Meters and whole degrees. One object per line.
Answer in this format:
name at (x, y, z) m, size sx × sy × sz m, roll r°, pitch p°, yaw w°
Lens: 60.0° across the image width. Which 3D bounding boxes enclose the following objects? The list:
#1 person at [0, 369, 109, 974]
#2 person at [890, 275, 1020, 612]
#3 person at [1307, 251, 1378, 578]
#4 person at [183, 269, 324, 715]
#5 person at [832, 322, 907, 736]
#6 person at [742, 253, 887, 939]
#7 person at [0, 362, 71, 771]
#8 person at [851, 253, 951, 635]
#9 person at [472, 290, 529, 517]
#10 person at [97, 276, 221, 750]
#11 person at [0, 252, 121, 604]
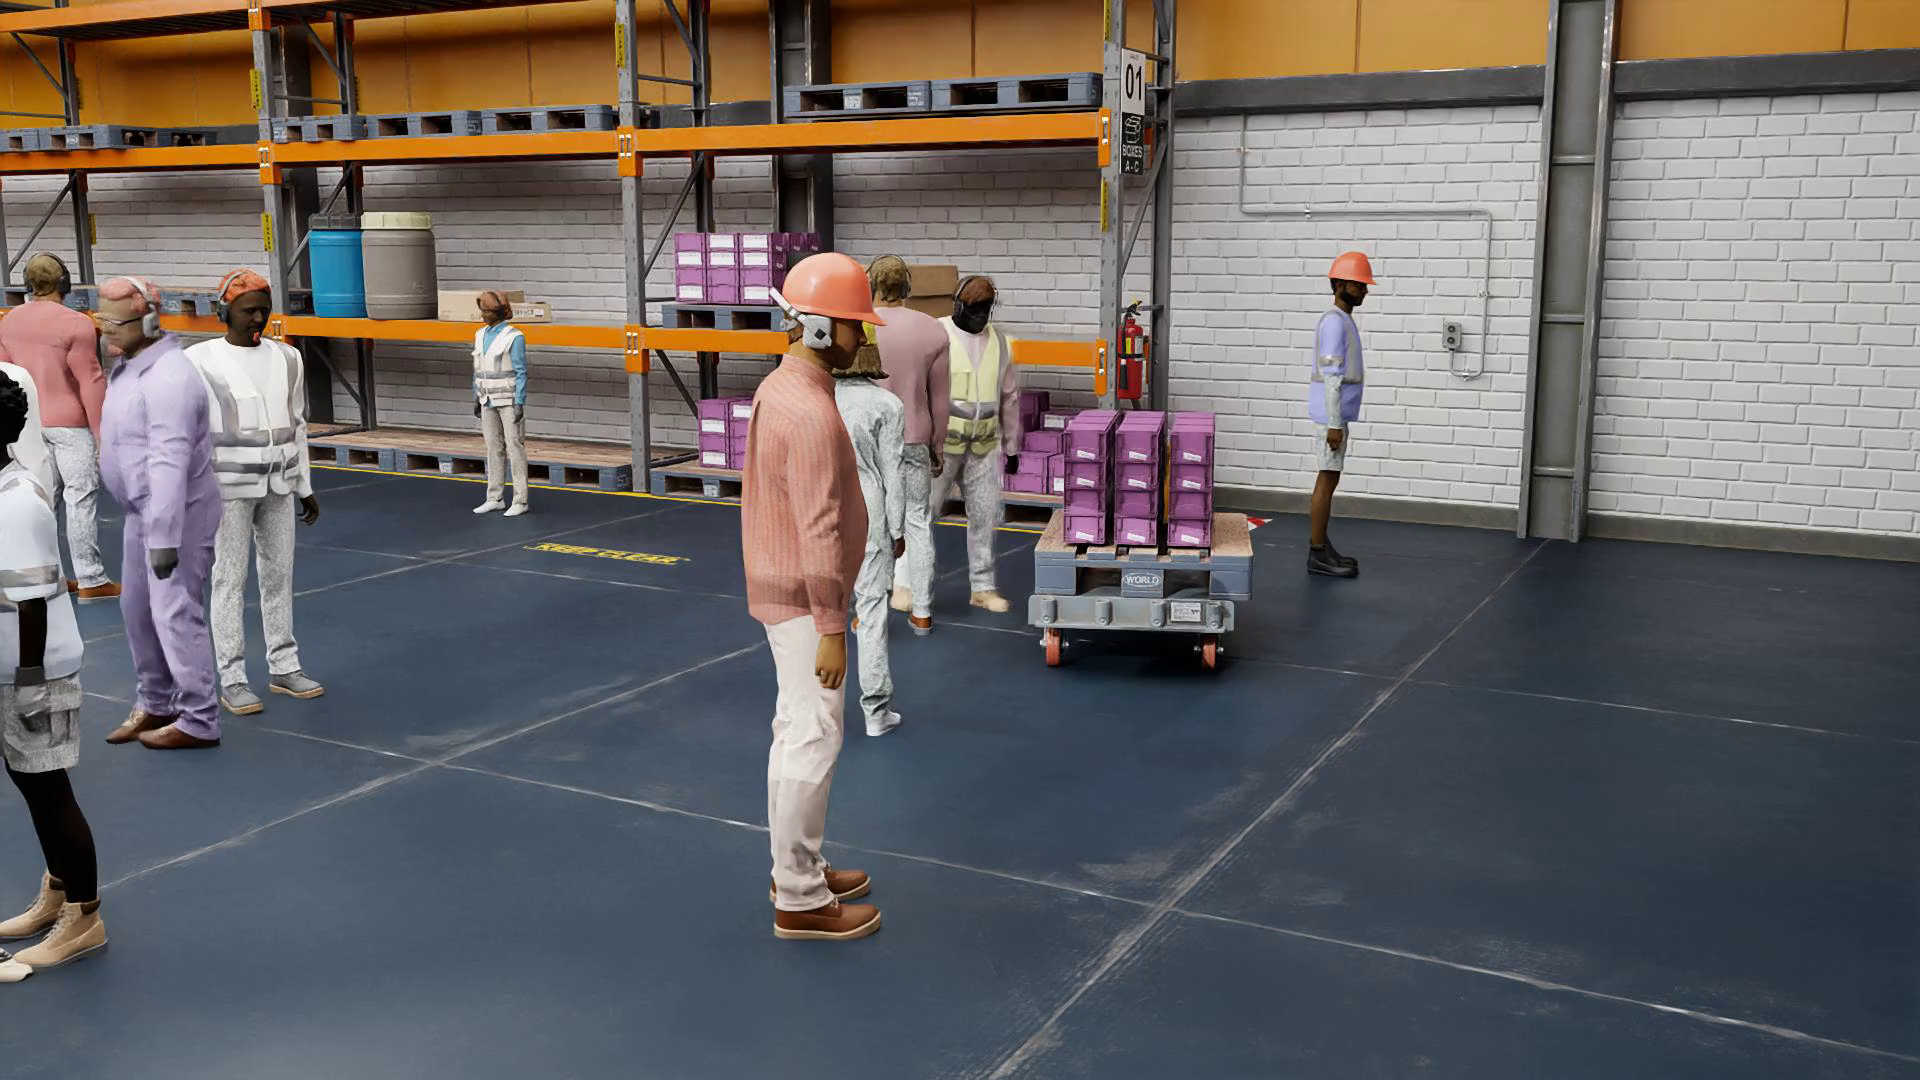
person at (-2.619, 0.353, 4.611) m, size 0.320 × 1.695 × 0.534 m, roll -9°, pitch 13°, yaw -40°
person at (-0.034, -0.506, 8.963) m, size 0.767 × 1.822 × 0.525 m, roll -5°, pitch 12°, yaw -26°
person at (2.281, -0.751, 9.981) m, size 0.376 × 1.934 × 0.547 m, roll 3°, pitch 11°, yaw 15°
person at (-3.036, -0.211, 7.156) m, size 0.356 × 1.887 × 0.574 m, roll 7°, pitch 12°, yaw 33°
person at (-0.437, -0.070, 6.794) m, size 0.484 × 1.738 × 0.321 m, roll 4°, pitch 11°, yaw 19°
person at (-0.414, 0.176, 4.793) m, size 0.411 × 1.979 × 0.625 m, roll -3°, pitch 11°, yaw -15°
person at (-3.596, -0.010, 6.053) m, size 0.574 × 1.886 × 0.356 m, roll -3°, pitch 11°, yaw -16°
person at (-0.354, -0.462, 8.385) m, size 0.627 × 1.941 × 0.371 m, roll -3°, pitch 11°, yaw -18°
person at (-3.340, -0.988, 12.091) m, size 0.514 × 1.640 × 0.310 m, roll 7°, pitch 12°, yaw 33°
person at (-3.135, -0.081, 6.502) m, size 0.431 × 1.885 × 0.687 m, roll -8°, pitch 13°, yaw -38°
person at (-4.957, -0.608, 9.186) m, size 0.636 × 1.939 × 0.364 m, roll 3°, pitch 11°, yaw 16°
